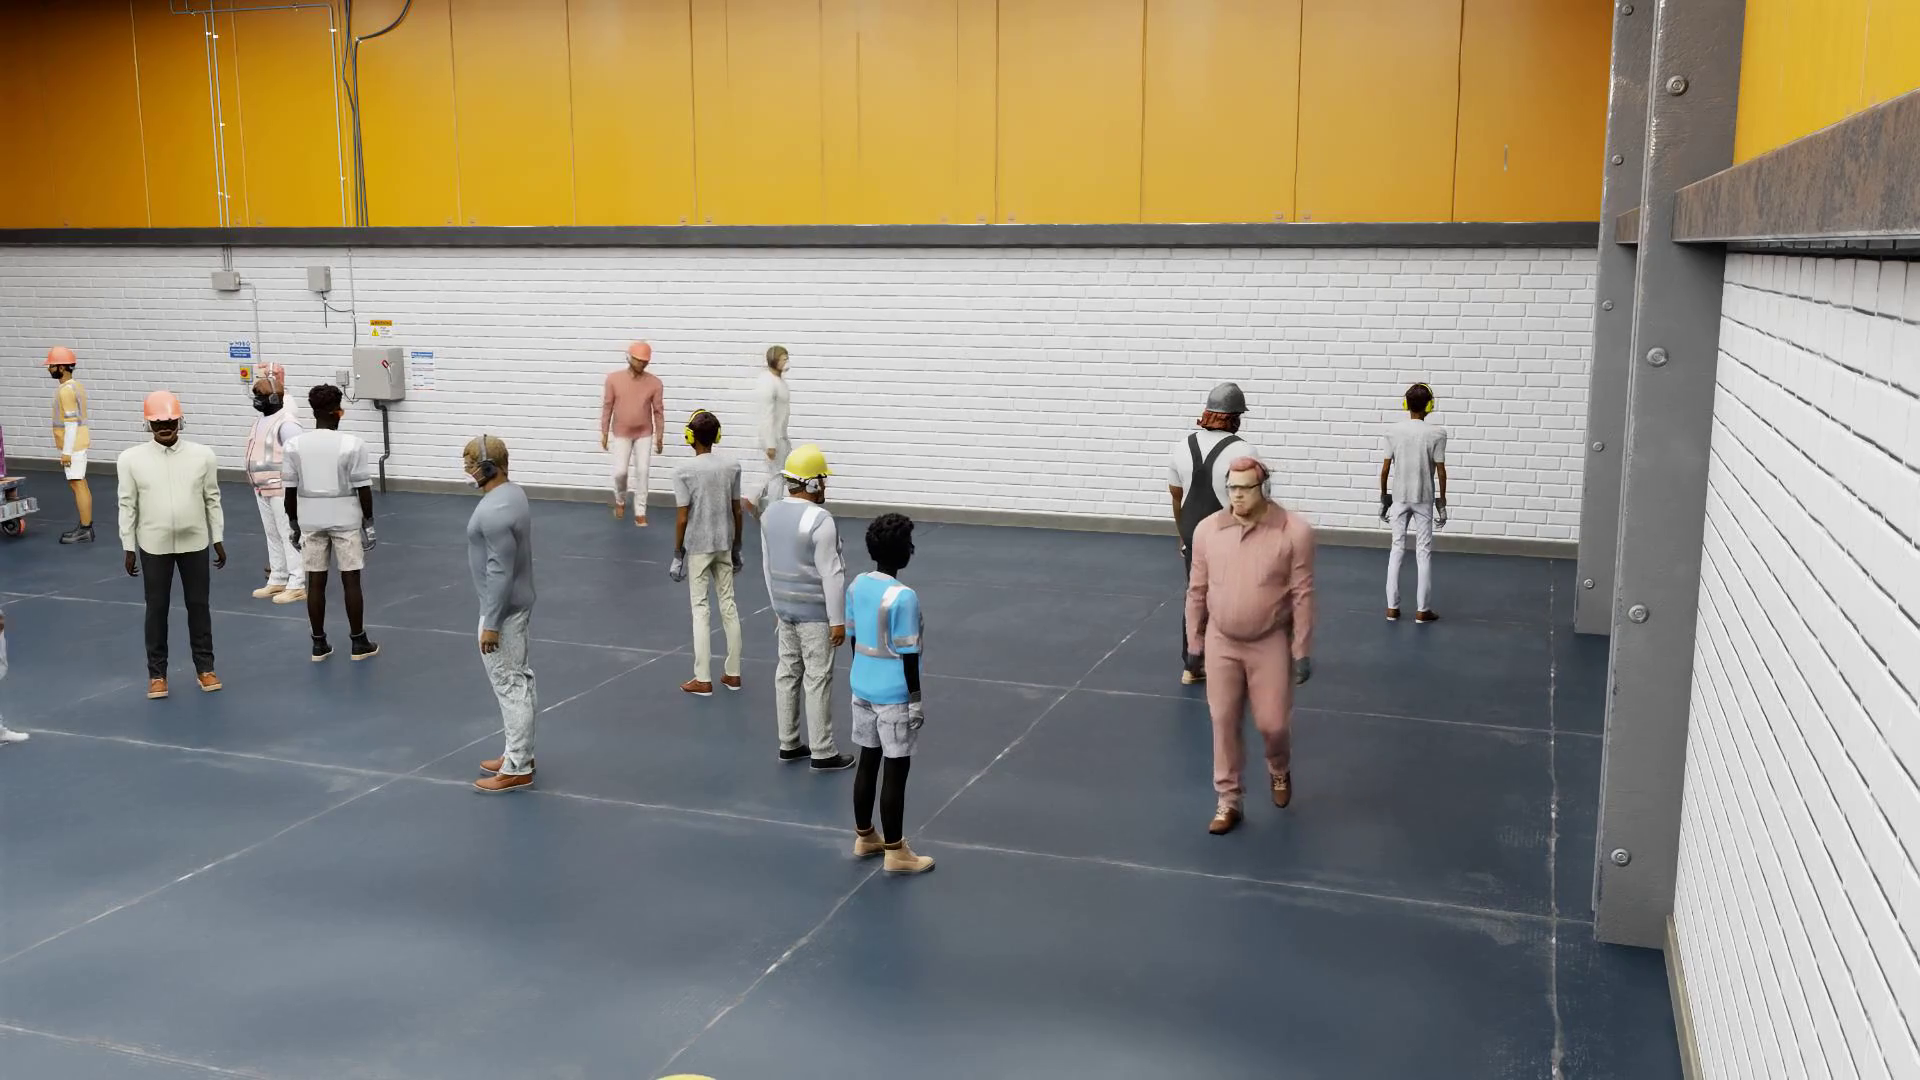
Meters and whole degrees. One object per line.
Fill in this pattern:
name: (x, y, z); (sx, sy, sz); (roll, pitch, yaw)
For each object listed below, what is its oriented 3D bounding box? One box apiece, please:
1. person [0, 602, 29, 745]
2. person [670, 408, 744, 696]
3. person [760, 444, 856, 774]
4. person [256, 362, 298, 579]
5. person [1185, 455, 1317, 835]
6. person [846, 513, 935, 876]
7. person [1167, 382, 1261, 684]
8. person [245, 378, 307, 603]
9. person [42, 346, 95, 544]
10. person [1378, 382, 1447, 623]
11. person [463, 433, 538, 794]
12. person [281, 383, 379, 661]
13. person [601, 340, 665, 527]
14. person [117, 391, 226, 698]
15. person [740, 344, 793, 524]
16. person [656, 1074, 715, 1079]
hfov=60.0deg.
person: (-5.698, 0.393, 9.472); (0.500, 1.725, 0.594); (7, 12, 35)
person: (-1.649, 0.080, 10.848); (0.519, 1.874, 0.326); (-7, 12, -35)
person: (-0.840, 0.381, 9.257); (0.590, 1.833, 0.404); (10, 14, 43)
person: (-6.018, -0.615, 14.660); (0.408, 1.909, 0.638); (-4, 11, -21)
person: (1.446, 0.511, 8.340); (0.670, 1.893, 0.550); (5, 11, 25)
person: (-0.333, 0.713, 7.774); (0.316, 1.695, 0.542); (-7, 12, -33)
person: (1.744, -0.028, 10.975); (0.688, 2.000, 0.539); (10, 14, 43)
person: (-5.629, -0.408, 13.681); (0.625, 1.844, 0.429); (9, 13, 41)
person: (-8.752, -0.931, 16.352); (0.354, 1.939, 0.545); (-4, 11, -21)
person: (3.526, -0.289, 12.933); (0.538, 1.869, 0.313); (5, 11, 28)
person: (-2.462, 0.390, 8.921); (0.372, 1.937, 0.627); (-1, 10, -7)
person: (-4.427, -0.121, 11.714); (0.611, 1.962, 0.364); (0, 10, -2)
person: (-3.388, -1.105, 17.272); (0.644, 1.959, 0.597); (-3, 11, -17)
person: (-5.108, 0.024, 10.814); (0.625, 1.992, 0.388); (-7, 12, -33)
person: (-1.934, -1.026, 16.908); (0.552, 1.927, 0.642); (1, 10, 5)
person: (-0.369, 1.607, 2.119); (0.587, 1.916, 0.393); (8, 13, 36)
